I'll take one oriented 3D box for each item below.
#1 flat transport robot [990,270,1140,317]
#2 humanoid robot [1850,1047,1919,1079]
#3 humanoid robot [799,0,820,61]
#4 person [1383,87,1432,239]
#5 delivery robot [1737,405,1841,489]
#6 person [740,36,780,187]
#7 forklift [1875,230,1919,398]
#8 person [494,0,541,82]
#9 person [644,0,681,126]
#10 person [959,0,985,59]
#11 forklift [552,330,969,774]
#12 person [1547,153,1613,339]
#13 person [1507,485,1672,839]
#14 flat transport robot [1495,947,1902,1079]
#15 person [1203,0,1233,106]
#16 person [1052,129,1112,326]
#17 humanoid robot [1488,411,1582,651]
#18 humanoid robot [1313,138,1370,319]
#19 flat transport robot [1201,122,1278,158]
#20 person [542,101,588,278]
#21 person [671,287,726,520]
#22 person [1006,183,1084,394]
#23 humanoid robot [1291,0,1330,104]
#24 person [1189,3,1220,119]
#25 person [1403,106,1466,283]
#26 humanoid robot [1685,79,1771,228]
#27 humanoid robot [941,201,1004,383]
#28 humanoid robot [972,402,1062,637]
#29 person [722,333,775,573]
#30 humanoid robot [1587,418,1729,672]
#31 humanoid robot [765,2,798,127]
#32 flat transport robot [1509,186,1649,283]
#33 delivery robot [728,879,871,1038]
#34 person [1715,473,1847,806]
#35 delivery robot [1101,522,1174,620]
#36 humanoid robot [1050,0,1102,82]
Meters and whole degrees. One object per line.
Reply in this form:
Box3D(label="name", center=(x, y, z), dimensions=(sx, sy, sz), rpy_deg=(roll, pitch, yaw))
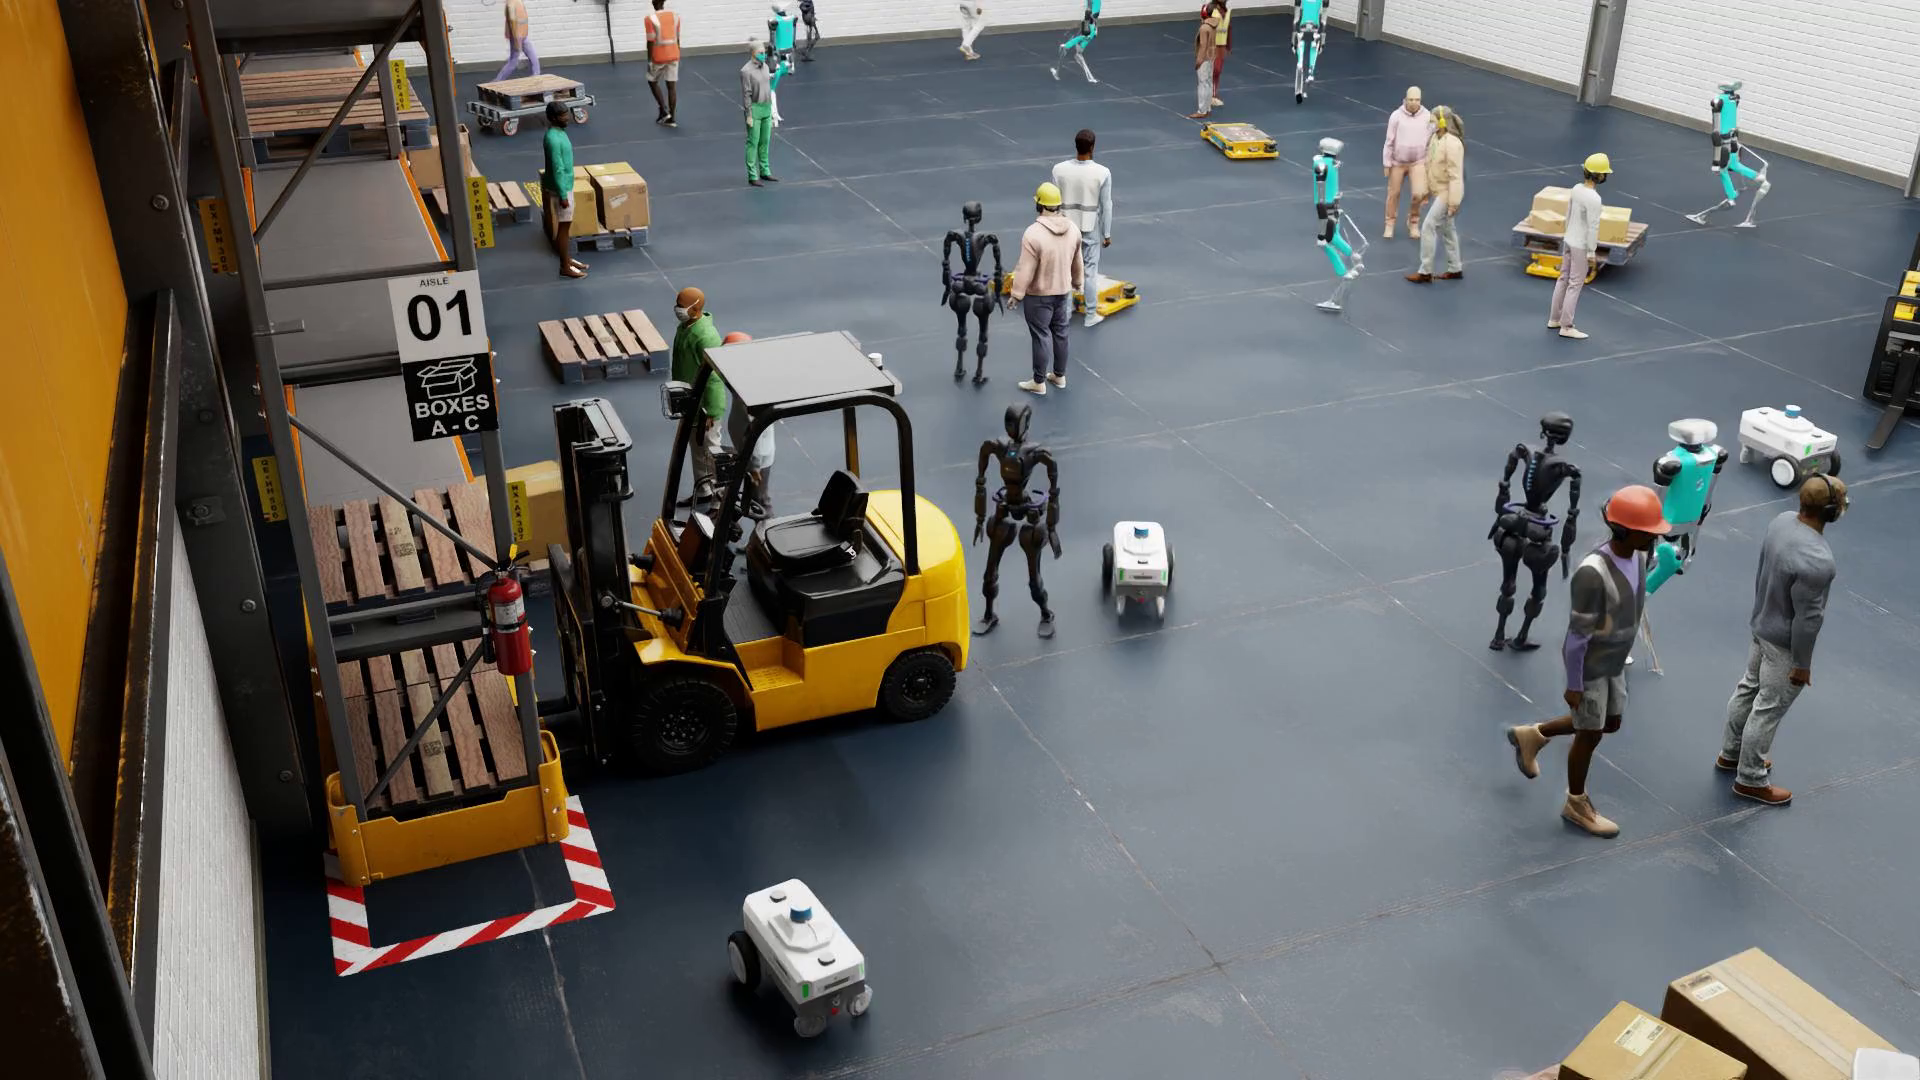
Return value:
Box3D(label="flat transport robot", center=(1.076, -2.597, 17.154), dimensions=(1.431, 0.231, 0.659), rpy_deg=(20, 33, 34))
Box3D(label="humanoid robot", center=(2.714, 2.431, 5.605), dimensions=(0.658, 1.877, 0.544), rpy_deg=(9, 28, 18))
Box3D(label="humanoid robot", center=(-2.580, -8.989, 28.307), dimensions=(0.351, 1.647, 0.586), rpy_deg=(-6, 27, -12))
Box3D(label="person", center=(5.038, -4.251, 18.802), dimensions=(0.541, 1.751, 0.495), rpy_deg=(3, 27, 5))
Box3D(label="delivery robot", center=(6.568, -0.777, 13.202), dimensions=(0.521, 0.583, 0.737), rpy_deg=(-11, 29, -21))
Box3D(label="person", center=(-2.548, -5.419, 21.018), dimensions=(0.324, 1.839, 0.523), rpy_deg=(16, 31, 29))
Box3D(label="forklift", center=(9.029, -2.397, 14.618), dimensions=(1.214, 2.155, 2.313), rpy_deg=(18, 32, 32))
Box3D(label="person", center=(-6.891, -7.792, 25.781), dimensions=(0.922, 1.805, 0.563), rpy_deg=(1, 27, 2))
Box3D(label="person", center=(-4.272, -6.955, 23.953), dimensions=(0.614, 1.941, 0.437), rpy_deg=(-21, 34, -36))
Box3D(label="person", center=(0.172, -9.173, 28.446), dimensions=(0.437, 1.874, 0.608), rpy_deg=(-21, 34, -36))
Box3D(label="forklift", center=(-1.094, 0.010, 9.831), dimensions=(2.313, 2.155, 1.214), rpy_deg=(-10, 28, -20))
Box3D(label="person", center=(5.960, -2.822, 15.933), dimensions=(0.320, 1.767, 0.532), rpy_deg=(-2, 27, -5))
Box3D(label="person", center=(3.328, 0.602, 8.834), dimensions=(0.603, 2.028, 0.660), rpy_deg=(-23, 35, -38))
Box3D(label="flat transport robot", center=(2.872, 2.630, 6.756), dimensions=(0.659, 0.231, 1.431), rpy_deg=(-13, 29, -23))
Box3D(label="person", center=(3.892, -7.430, 25.109), dimensions=(0.566, 1.755, 0.442), rpy_deg=(-19, 32, -32))
Box3D(label="person", center=(1.175, -3.023, 16.166), dimensions=(0.599, 1.917, 0.378), rpy_deg=(9, 28, 17))
Box3D(label="humanoid robot", center=(3.616, -0.043, 10.521), dimensions=(0.351, 1.652, 0.612), rpy_deg=(-19, 32, -33))
Box3D(label="humanoid robot", center=(3.812, -3.002, 16.434), dimensions=(0.773, 1.882, 0.545), rpy_deg=(10, 28, 19))
Box3D(label="flat transport robot", center=(3.855, -5.526, 22.978), dimensions=(0.659, 0.231, 1.431), rpy_deg=(-4, 27, -8))
Box3D(label="person", center=(-4.222, -3.715, 17.619), dimensions=(0.382, 1.847, 0.509), rpy_deg=(-3, 27, -6))
Box3D(label="person", center=(-1.932, -1.014, 12.321), dimensions=(0.383, 1.784, 0.538), rpy_deg=(-17, 31, -30))
Box3D(label="person", center=(0.781, -2.190, 14.565), dimensions=(0.796, 1.867, 0.410), rpy_deg=(-20, 33, -34))
Box3D(label="humanoid robot", center=(5.305, -7.535, 25.408), dimensions=(0.530, 1.782, 1.018), rpy_deg=(6, 27, 12))
Box3D(label="person", center=(3.614, -7.044, 24.455), dimensions=(0.333, 1.651, 0.458), rpy_deg=(14, 30, 25))
Box3D(label="person", center=(5.026, -3.607, 17.410), dimensions=(0.777, 1.840, 0.560), rpy_deg=(-1, 27, -1))
Box3D(label="humanoid robot", center=(8.940, -4.328, 19.001), dimensions=(0.534, 1.737, 1.016), rpy_deg=(-23, 35, -38))
Box3D(label="humanoid robot", center=(0.106, -2.209, 14.807), dimensions=(0.595, 1.653, 0.344), rpy_deg=(8, 28, 15))
Box3D(label="humanoid robot", center=(0.393, -0.141, 10.701), dimensions=(0.603, 1.639, 0.391), rpy_deg=(10, 28, 19))
Box3D(label="person", center=(-1.469, -0.613, 11.566), dimensions=(0.368, 1.741, 0.579), rpy_deg=(-3, 27, -6))
Box3D(label="humanoid robot", center=(4.207, 0.035, 10.330), dimensions=(0.531, 1.823, 0.732), rpy_deg=(-13, 30, -25))
Box3D(label="humanoid robot", center=(-2.703, -6.846, 24.004), dimensions=(0.790, 1.803, 0.540), rpy_deg=(21, 33, 35))
Box3D(label="flat transport robot", center=(6.733, -3.110, 18.174), dimensions=(0.659, 0.231, 1.431), rpy_deg=(16, 31, 29))
Box3D(label="delivery robot", center=(-0.742, 1.934, 7.842), dimensions=(0.525, 0.613, 0.785), rpy_deg=(-15, 30, -27))
Box3D(label="person", center=(4.499, 0.530, 9.075), dimensions=(0.359, 1.938, 0.635), rpy_deg=(3, 27, 5))
Box3D(label="delivery robot", center=(1.225, 0.156, 11.348), dimensions=(0.499, 0.585, 0.765), rpy_deg=(1, 27, 2))
Box3D(label="humanoid robot", center=(1.828, -8.275, 26.836), dimensions=(0.954, 1.773, 0.541), rpy_deg=(10, 29, 20))
